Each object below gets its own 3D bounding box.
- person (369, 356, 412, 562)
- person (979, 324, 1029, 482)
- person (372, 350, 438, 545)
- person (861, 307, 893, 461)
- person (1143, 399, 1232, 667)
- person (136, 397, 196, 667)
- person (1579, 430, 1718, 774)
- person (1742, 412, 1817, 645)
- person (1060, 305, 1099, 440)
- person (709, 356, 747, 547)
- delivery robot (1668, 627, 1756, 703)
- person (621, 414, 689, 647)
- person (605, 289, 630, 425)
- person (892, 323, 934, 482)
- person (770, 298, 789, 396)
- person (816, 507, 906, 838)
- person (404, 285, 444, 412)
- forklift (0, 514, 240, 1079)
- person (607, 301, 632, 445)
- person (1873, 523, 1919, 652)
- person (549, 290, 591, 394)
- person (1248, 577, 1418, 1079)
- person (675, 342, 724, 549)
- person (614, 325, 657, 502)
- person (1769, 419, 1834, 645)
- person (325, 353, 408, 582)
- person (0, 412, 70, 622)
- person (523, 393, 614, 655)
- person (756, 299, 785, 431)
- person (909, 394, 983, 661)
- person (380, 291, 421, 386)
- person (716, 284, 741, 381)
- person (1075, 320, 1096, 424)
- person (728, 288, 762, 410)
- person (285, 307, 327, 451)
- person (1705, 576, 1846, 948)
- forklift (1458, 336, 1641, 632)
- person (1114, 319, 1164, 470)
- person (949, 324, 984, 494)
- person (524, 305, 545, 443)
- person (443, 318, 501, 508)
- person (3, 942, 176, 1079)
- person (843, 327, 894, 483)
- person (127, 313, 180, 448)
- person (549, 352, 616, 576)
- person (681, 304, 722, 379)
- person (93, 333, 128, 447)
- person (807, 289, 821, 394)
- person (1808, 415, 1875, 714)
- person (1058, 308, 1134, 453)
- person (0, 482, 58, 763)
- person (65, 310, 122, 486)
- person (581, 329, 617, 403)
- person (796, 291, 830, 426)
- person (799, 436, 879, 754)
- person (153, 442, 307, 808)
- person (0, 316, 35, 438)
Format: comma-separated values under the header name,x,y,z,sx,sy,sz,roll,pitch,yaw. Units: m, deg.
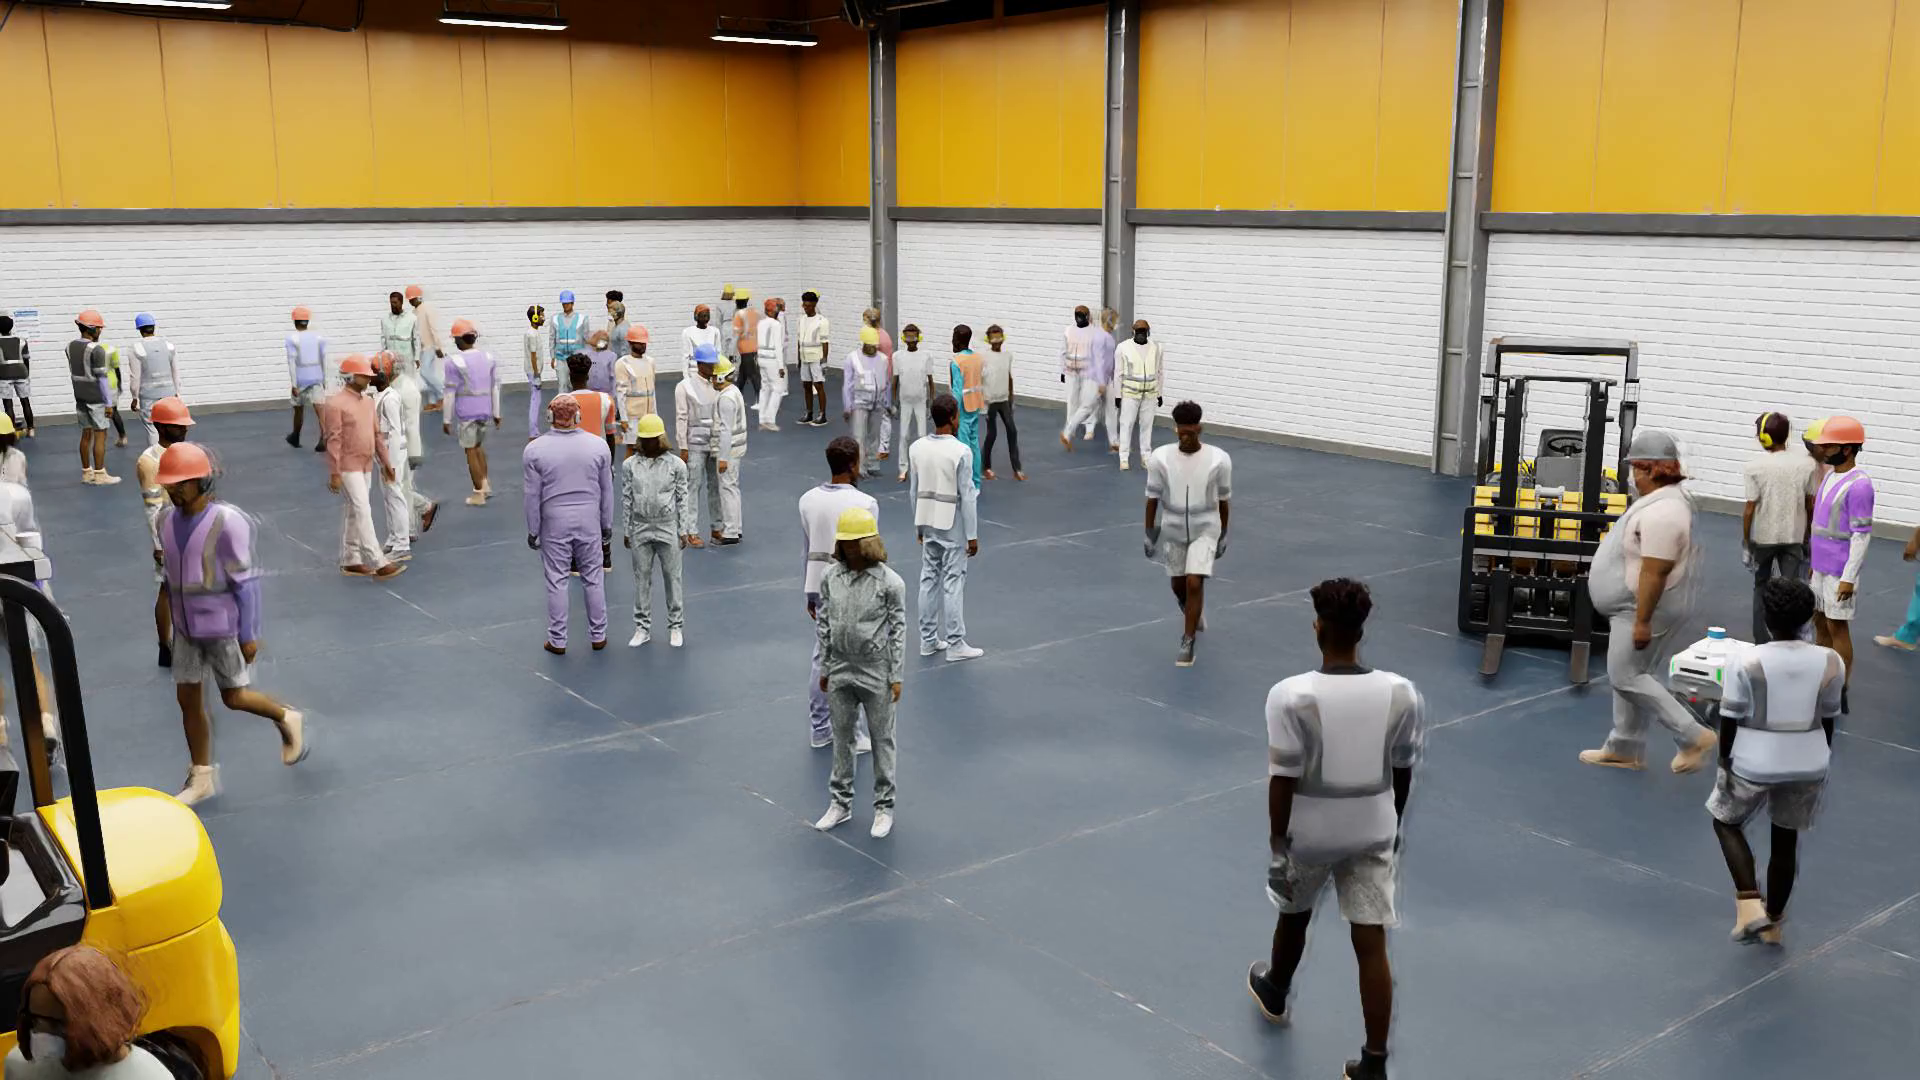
name,x,y,z,sx,sy,sz,roll,pitch,yaw
person,-5.231,-0.739,15.189,0.356,1.883,0.574,-6,13,-27
person,0.496,-1.590,19.431,0.571,1.828,0.707,-7,14,-32
person,-5.341,-0.904,16.008,0.687,1.878,0.589,10,15,39
person,-1.069,-1.964,20.978,0.373,1.936,0.627,-6,13,-29
person,1.663,-0.100,12.074,0.620,1.912,0.875,3,12,16
person,-5.536,-0.055,11.790,0.392,1.929,0.539,1,12,6
person,3.958,0.353,9.531,0.684,2.000,0.702,5,13,23
person,5.724,0.032,11.604,0.545,1.834,0.839,3,12,14
person,1.658,-2.294,22.801,0.627,1.844,0.429,5,13,24
person,-2.235,-0.846,15.868,0.403,1.820,0.602,-1,12,-3
delivery robot,4.858,0.807,10.717,0.477,0.478,0.707,11,16,42
person,-2.251,-0.065,12.276,0.493,1.742,0.302,0,12,1
person,-4.999,-2.671,24.313,0.367,1.966,0.604,-6,13,-28
person,-0.543,-1.590,19.361,0.505,1.864,0.329,1,12,4
person,-3.008,-3.210,27.716,0.306,1.638,0.522,-3,12,-15
person,-0.521,0.685,8.647,0.485,1.744,0.309,5,13,22
person,-8.280,-2.947,25.651,0.648,1.959,0.468,11,16,42
forklift,-3.687,1.115,5.480,2.313,2.155,1.214,-9,15,-36
person,-4.535,-2.246,22.355,0.359,1.932,0.628,-4,12,-19
person,7.012,-0.012,11.862,0.526,1.832,0.714,-9,15,-38
person,-5.743,-2.699,24.494,0.605,1.948,0.390,-1,12,-3
person,1.431,1.083,6.332,0.619,1.905,1.018,-2,12,-8
person,-2.418,-0.905,15.830,0.601,1.949,0.384,-10,15,-39
person,-3.492,-1.381,18.161,0.363,1.935,0.551,8,14,34
person,6.087,0.000,11.931,0.531,1.760,0.340,-7,13,-29
person,-5.089,-0.624,14.428,0.823,1.964,0.634,2,12,11
person,-7.395,-0.161,12.865,0.938,1.685,0.473,7,13,29
person,-2.845,-0.116,12.123,0.642,1.908,0.407,-5,13,-23
person,-2.712,-2.493,23.688,0.421,1.865,0.627,-9,14,-36
person,-0.116,-0.088,11.954,0.592,1.922,0.392,10,15,40
person,-8.299,-2.731,24.720,0.590,1.920,0.399,1,12,6
person,-4.154,-3.736,30.007,0.492,1.745,0.310,0,12,-2
person,1.795,-2.483,24.251,0.467,1.624,0.530,7,14,32
person,-3.404,-2.987,26.039,0.978,1.884,0.604,5,13,23
person,-8.586,-2.114,21.836,1.012,1.879,0.563,11,16,42
person,3.577,0.997,7.294,0.542,1.689,0.400,1,12,3
forklift,4.683,-0.471,13.136,1.214,2.155,2.313,4,12,20
person,2.186,-1.769,20.267,0.634,1.839,0.429,-2,12,-11
person,0.058,-1.422,18.397,0.390,1.920,0.588,6,13,27
person,-5.720,-2.231,22.455,0.323,1.861,0.515,-3,12,-15
person,-5.270,-1.357,17.814,0.505,2.024,0.627,9,15,36
person,-2.020,1.707,3.996,0.512,1.619,0.528,4,12,19
person,-1.066,-1.573,19.489,0.631,1.812,0.656,-7,14,-32
person,-9.620,-1.736,19.873,0.403,1.937,0.604,8,14,35
person,-3.309,-0.663,14.621,0.607,1.966,0.367,-8,14,-34
person,-3.477,-2.235,22.438,0.579,1.878,0.352,-8,14,-35
person,-11.351,-2.033,21.912,0.556,1.692,0.378,-10,15,-39
person,-2.470,-3.333,28.003,0.312,1.768,0.522,-2,12,-11
person,5.606,0.160,10.712,0.362,1.935,0.553,1,12,6
person,1.766,-2.069,21.607,0.984,1.892,0.676,5,13,21
person,-5.624,0.337,9.702,0.966,2.008,0.629,10,15,40
person,-9.965,-1.631,19.157,0.612,2.029,0.410,6,13,28
person,-4.713,-1.925,21.585,0.571,1.606,0.316,-2,12,-10
person,-2.146,-2.636,24.179,0.607,1.958,0.374,10,15,41
person,-0.724,0.335,9.944,0.593,1.912,0.384,10,15,40
person,-4.086,0.433,9.211,0.616,2.021,0.827,5,13,22
person,-12.984,-2.214,22.763,0.322,1.697,0.534,10,15,40
